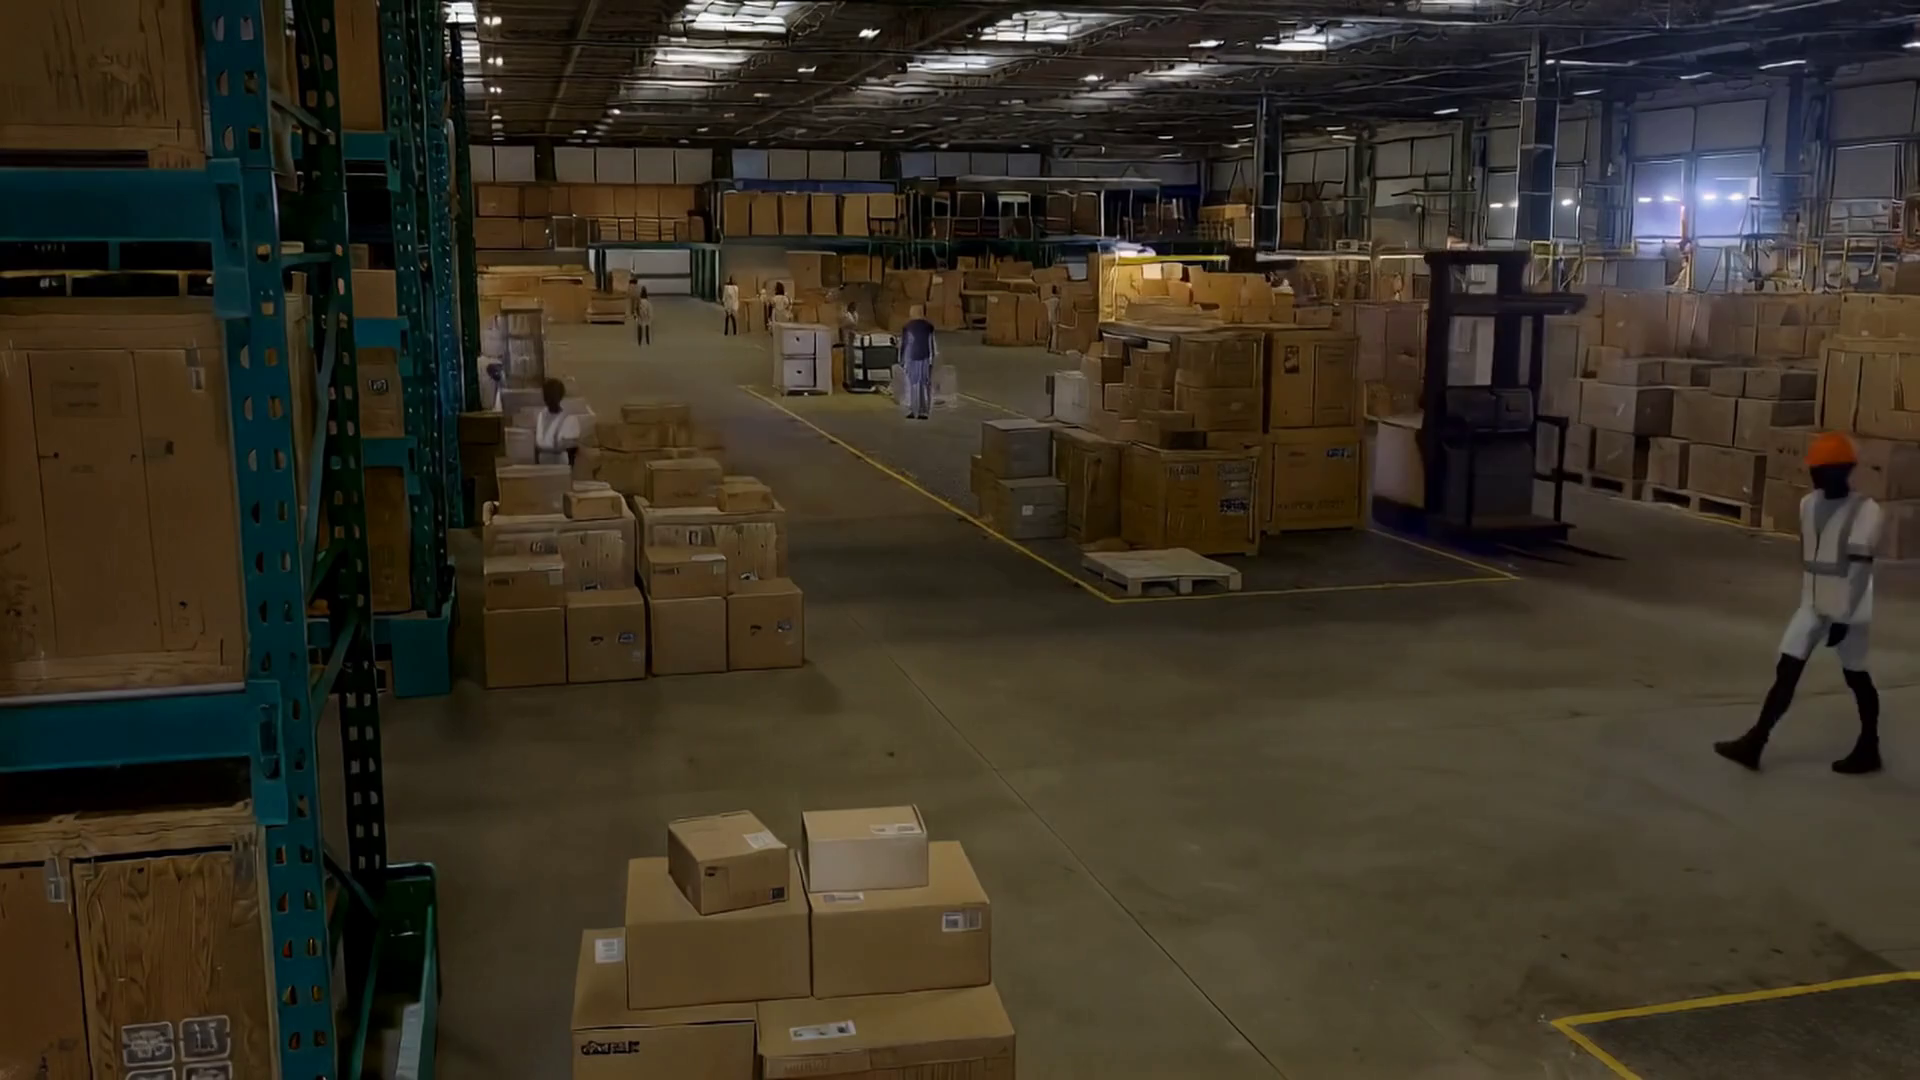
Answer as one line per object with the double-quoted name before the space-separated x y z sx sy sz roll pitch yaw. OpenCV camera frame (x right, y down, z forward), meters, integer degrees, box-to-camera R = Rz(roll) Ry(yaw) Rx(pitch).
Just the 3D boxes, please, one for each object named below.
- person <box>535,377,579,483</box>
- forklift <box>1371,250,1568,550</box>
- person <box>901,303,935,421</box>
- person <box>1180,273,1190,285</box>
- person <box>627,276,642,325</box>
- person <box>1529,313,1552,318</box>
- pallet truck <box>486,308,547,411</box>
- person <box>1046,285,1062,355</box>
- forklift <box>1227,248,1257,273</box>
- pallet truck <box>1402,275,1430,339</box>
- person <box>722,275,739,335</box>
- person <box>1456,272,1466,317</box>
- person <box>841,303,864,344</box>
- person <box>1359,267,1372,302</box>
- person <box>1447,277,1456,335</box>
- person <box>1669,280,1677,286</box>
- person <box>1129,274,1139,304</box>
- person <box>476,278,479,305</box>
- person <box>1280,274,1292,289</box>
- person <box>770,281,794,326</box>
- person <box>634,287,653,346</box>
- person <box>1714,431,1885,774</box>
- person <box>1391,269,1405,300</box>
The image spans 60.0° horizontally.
"person" -3.684 -0.671 15.321 0.543 1.684 0.562 7 12 35
"forklift" 4.989 -1.438 16.316 1.129 2.768 1.873 -3 10 -15
"person" -0.699 -2.928 27.434 0.627 1.936 0.375 -8 13 -37
"person" 8.409 -9.065 62.364 0.352 1.877 0.573 -5 11 -28
"person" -11.956 -8.828 61.248 0.619 1.799 0.458 3 10 16
"person" 11.880 -4.061 34.141 0.497 1.826 0.635 -3 10 -15
"pallet truck" -6.242 -2.418 24.362 0.823 1.965 1.885 1 10 3
"person" 2.490 -5.829 44.088 0.319 1.857 0.528 -9 13 -42
"forklift" 6.398 -5.276 38.051 1.873 2.768 1.129 -3 10 -15
"pallet truck" 14.620 -7.324 52.145 0.823 1.965 1.885 8 13 40
"person" -7.442 -7.618 53.978 0.552 1.937 0.356 0 10 -1
"person" 20.397 -9.978 67.643 0.526 1.843 0.874 2 10 11
"person" -2.379 -4.548 37.551 0.846 1.600 0.520 9 14 43
"person" 19.539 -12.177 79.983 0.624 1.866 0.984 -7 12 -33
"person" 15.846 -7.633 54.114 0.603 1.920 0.394 9 14 42
"person" 20.237 -6.408 47.193 0.633 1.919 0.738 -3 11 -18
"person" 6.261 -8.631 59.866 0.347 1.884 0.584 4 11 20
"person" -23.676 -12.234 80.783 0.560 1.705 0.373 -4 11 -23
"person" 11.008 -8.086 56.634 0.649 1.933 0.618 8 13 37
"person" -4.709 -5.860 43.969 0.618 1.949 0.426 -1 10 -6
"person" -9.148 -6.462 48.117 0.536 1.697 0.318 -5 11 -28
"person" 4.632 0.360 8.951 0.993 1.883 0.568 -3 10 -17
"person" 20.378 -11.714 77.445 0.621 1.845 0.429 5 11 25
